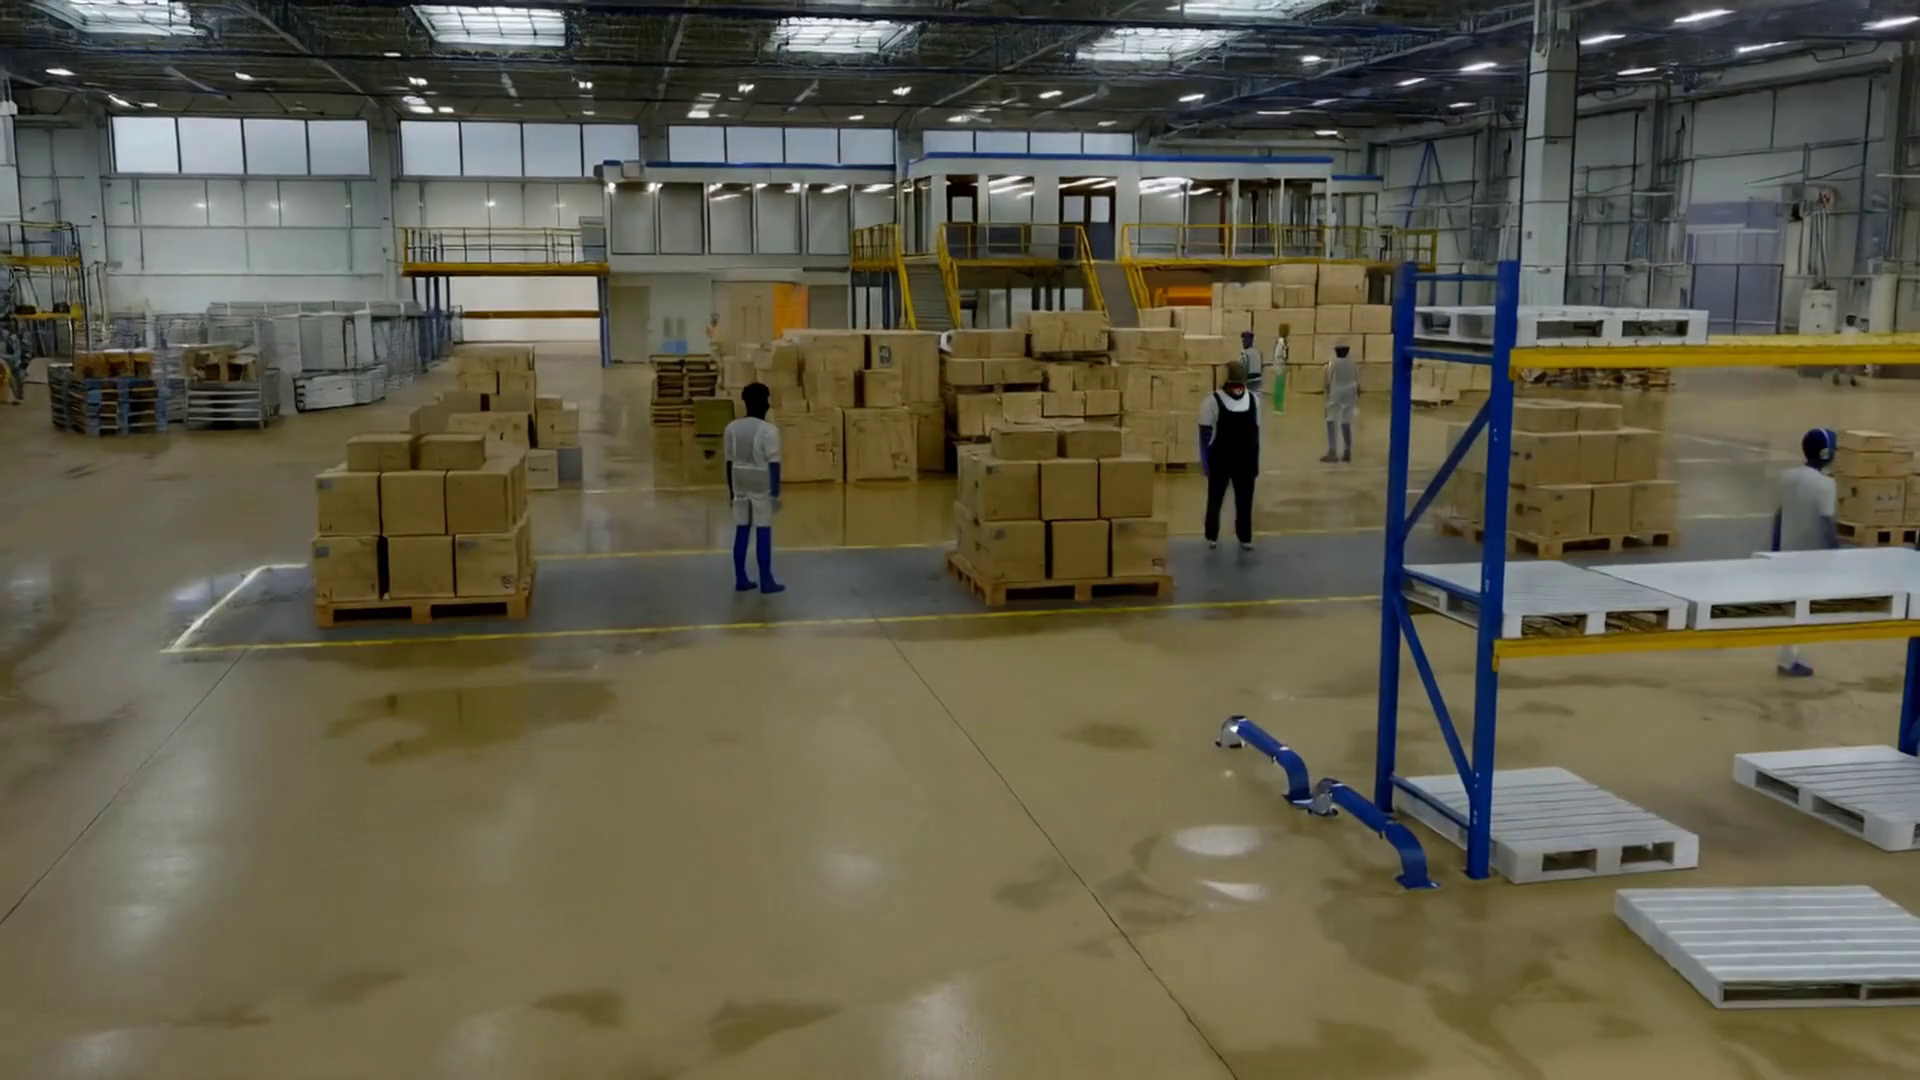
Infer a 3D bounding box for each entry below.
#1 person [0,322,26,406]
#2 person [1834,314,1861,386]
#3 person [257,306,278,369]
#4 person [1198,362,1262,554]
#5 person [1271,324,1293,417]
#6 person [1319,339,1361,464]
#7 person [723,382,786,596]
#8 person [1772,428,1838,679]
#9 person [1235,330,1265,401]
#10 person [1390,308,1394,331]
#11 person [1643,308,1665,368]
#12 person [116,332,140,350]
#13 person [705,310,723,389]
[{"bbox_3d":[-20.566,-3.809,36.069,0.598,1.826,0.403,5,11,29],"label":"person"},{"bbox_3d":[22.569,-4.827,42.236,0.550,1.839,0.711,-1,9,-7],"label":"person"},{"bbox_3d":[-18.240,-5.175,43.864,0.402,1.990,0.622,3,10,20],"label":"person"},{"bbox_3d":[2.842,-0.861,17.427,0.755,2.000,0.768,-2,9,-9],"label":"person"},{"bbox_3d":[6.535,-3.416,33.593,0.550,1.881,0.592,4,10,21],"label":"person"},{"bbox_3d":[5.821,-2.114,25.478,0.771,1.908,0.586,-3,10,-19],"label":"person"},{"bbox_3d":[-1.888,-0.464,15.240,0.609,1.963,0.369,6,11,31],"label":"person"},{"bbox_3d":[6.193,0.106,12.111,0.521,1.849,0.553,-2,10,-11],"label":"person"},{"bbox_3d":[4.928,-2.609,28.413,0.601,1.939,0.426,-6,11,-31],"label":"person"},{"bbox_3d":[12.466,-5.726,47.696,0.532,1.833,0.551,-5,10,-26],"label":"person"},{"bbox_3d":[20.757,-6.027,49.680,0.646,1.793,0.954,-3,10,-19],"label":"person"},{"bbox_3d":[-17.000,-3.415,34.039,0.577,1.698,0.555,-7,12,-38],"label":"person"},{"bbox_3d":[-6.047,-4.686,41.037,0.349,1.940,0.551,5,10,26],"label":"person"}]
